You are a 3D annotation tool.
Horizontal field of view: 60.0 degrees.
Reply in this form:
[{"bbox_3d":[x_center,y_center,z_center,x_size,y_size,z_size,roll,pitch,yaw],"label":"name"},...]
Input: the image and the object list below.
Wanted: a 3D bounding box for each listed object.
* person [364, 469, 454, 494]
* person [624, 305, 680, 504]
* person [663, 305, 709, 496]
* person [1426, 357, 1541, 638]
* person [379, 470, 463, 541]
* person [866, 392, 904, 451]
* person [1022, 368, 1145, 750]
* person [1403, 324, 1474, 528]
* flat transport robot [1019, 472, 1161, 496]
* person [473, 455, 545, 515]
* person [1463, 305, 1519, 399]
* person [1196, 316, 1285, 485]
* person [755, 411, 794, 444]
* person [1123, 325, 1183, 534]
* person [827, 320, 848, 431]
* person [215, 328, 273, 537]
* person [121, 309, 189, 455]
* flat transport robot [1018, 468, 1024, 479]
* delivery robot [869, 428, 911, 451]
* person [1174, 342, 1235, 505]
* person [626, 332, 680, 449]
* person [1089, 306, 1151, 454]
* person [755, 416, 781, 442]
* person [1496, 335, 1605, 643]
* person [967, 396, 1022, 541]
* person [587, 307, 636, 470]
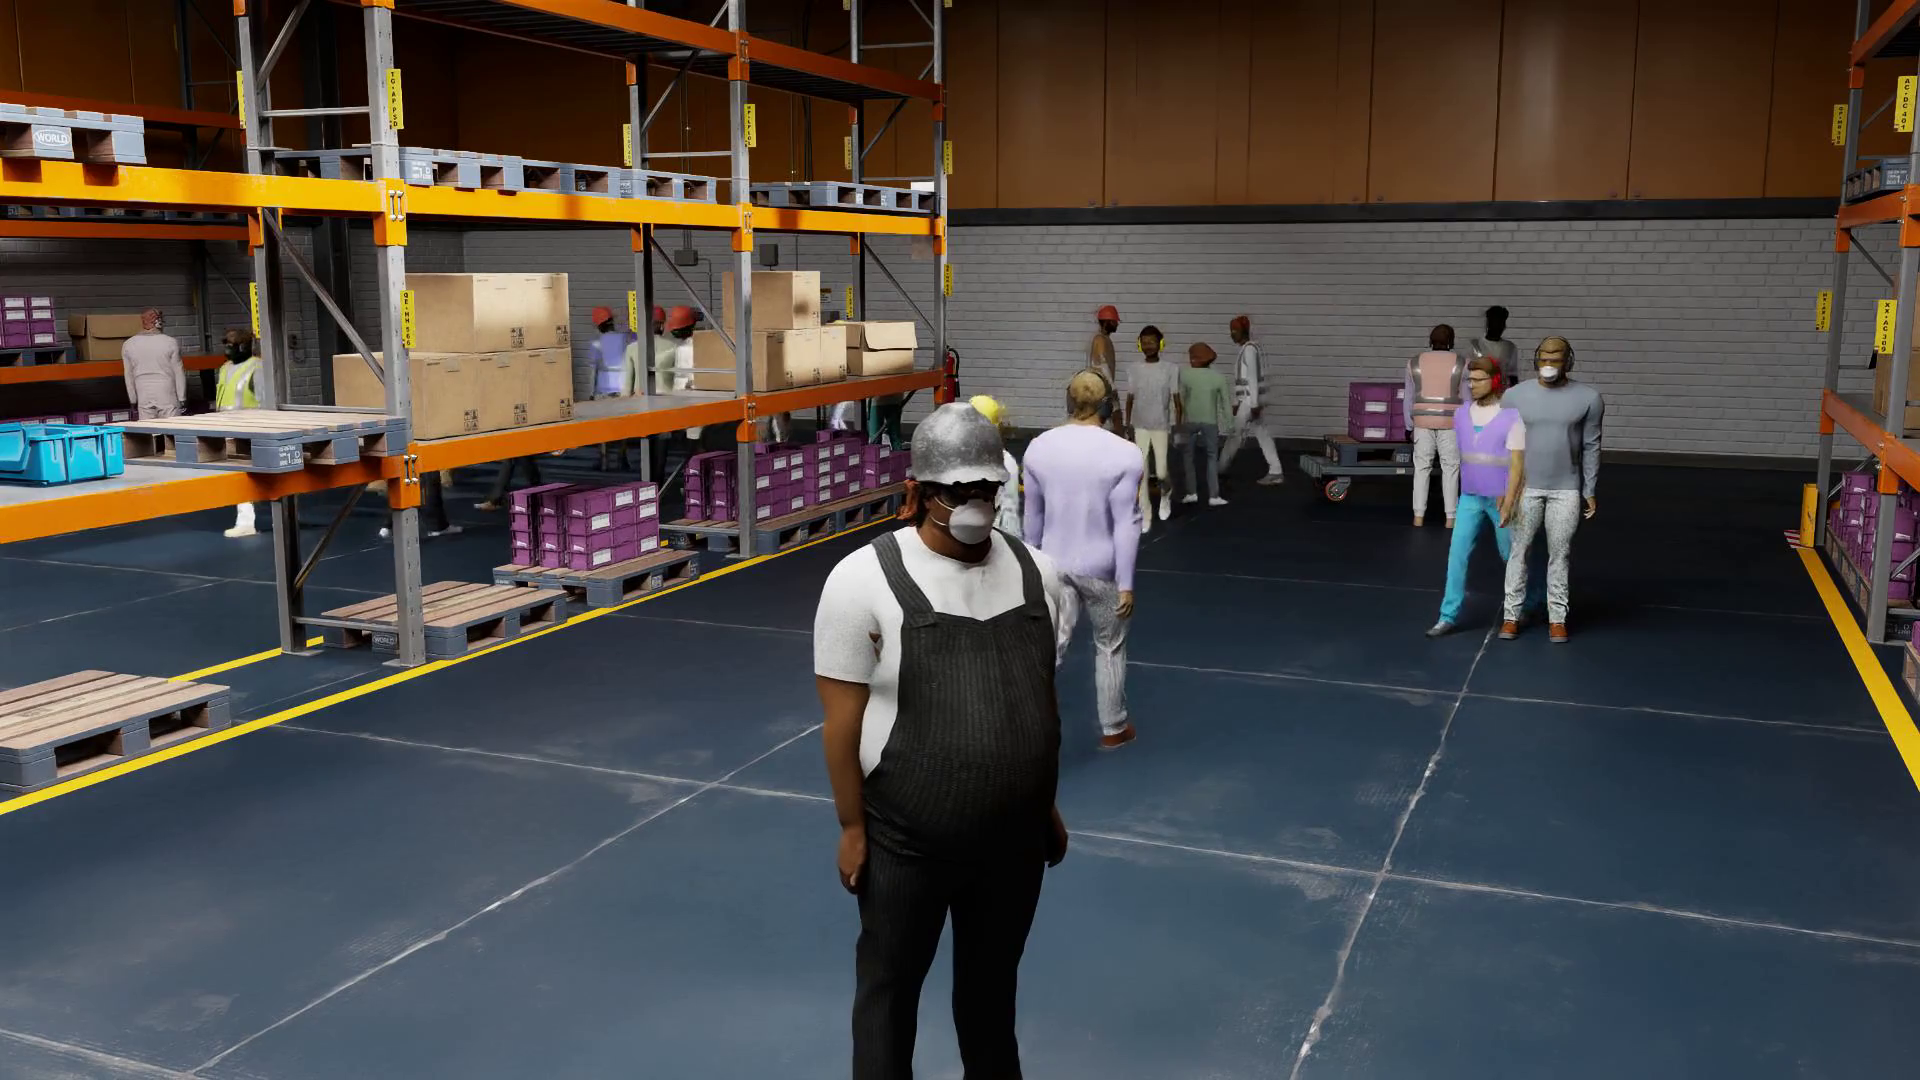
[{"bbox_3d":[-5.803,-1.479,17.382,1.024,1.985,0.624,-5,11,-27],"label":"person"},{"bbox_3d":[-2.996,-1.369,16.744,0.625,1.959,0.834,3,10,15],"label":"person"},{"bbox_3d":[-2.684,-1.365,16.705,0.594,1.975,0.706,1,9,8],"label":"person"},{"bbox_3d":[3.436,-0.283,10.705,0.934,1.807,0.573,-7,12,-38],"label":"person"},{"bbox_3d":[-4.675,-0.905,14.276,0.606,1.873,0.929,6,11,33],"label":"person"},{"bbox_3d":[-0.832,-1.430,17.773,0.533,1.759,0.343,-7,12,-36],"label":"person"},{"bbox_3d":[0.539,0.143,7.838,0.640,1.905,0.986,6,11,30],"label":"person"},{"bbox_3d":[4.338,-1.031,15.093,0.624,1.845,0.430,5,11,27],"label":"person"},{"bbox_3d":[1.288,-0.591,17.173,1.431,0.197,0.652,6,11,32],"label":"flat transport robot"},{"bbox_3d":[-4.336,-1.155,16.002,0.532,1.789,0.986,6,11,33],"label":"person"},{"bbox_3d":[5.568,-1.483,17.472,0.645,1.953,0.408,-2,10,-10],"label":"person"},{"bbox_3d":[3.074,-1.497,17.951,0.982,1.824,0.586,2,10,13],"label":"person"},{"bbox_3d":[-2.007,-1.454,18.410,0.570,1.584,0.842,8,12,41],"label":"person"},{"bbox_3d":[1.734,-0.998,14.868,0.519,1.857,0.567,3,10,18],"label":"person"},{"bbox_3d":[-1.473,-1.766,19.885,0.387,1.719,0.551,2,10,12],"label":"person"},{"bbox_3d":[-6.240,-0.939,14.583,0.630,1.828,0.516,7,12,38],"label":"person"},{"bbox_3d":[-8.677,-1.544,18.023,0.636,1.903,0.405,0,9,-2],"label":"person"},{"bbox_3d":[0.076,-0.723,17.972,1.431,0.197,0.652,8,12,41],"label":"flat transport robot"},{"bbox_3d":[-0.853,-1.000,18.512,0.707,0.478,0.477,8,12,39],"label":"delivery robot"},{"bbox_3d":[2.414,-1.142,16.417,0.620,1.625,0.295,2,10,11],"label":"person"},{"bbox_3d":[-4.048,-2.100,21.496,1.046,1.868,0.581,6,11,30],"label":"person"},{"bbox_3d":[1.765,-1.861,20.009,1.008,1.885,0.552,3,10,18],"label":"person"},{"bbox_3d":[-2.316,-1.704,19.176,0.802,1.835,0.547,-5,11,-28],"label":"person"},{"bbox_3d":[3.691,-0.317,10.473,0.634,1.936,0.351,3,10,18],"label":"person"},{"bbox_3d":[0.064,0.100,8.636,0.729,1.696,0.516,-4,10,-23],"label":"person"},{"bbox_3d":[-3.996,-1.727,19.178,0.606,1.894,0.410,-2,10,-11],"label":"person"}]
